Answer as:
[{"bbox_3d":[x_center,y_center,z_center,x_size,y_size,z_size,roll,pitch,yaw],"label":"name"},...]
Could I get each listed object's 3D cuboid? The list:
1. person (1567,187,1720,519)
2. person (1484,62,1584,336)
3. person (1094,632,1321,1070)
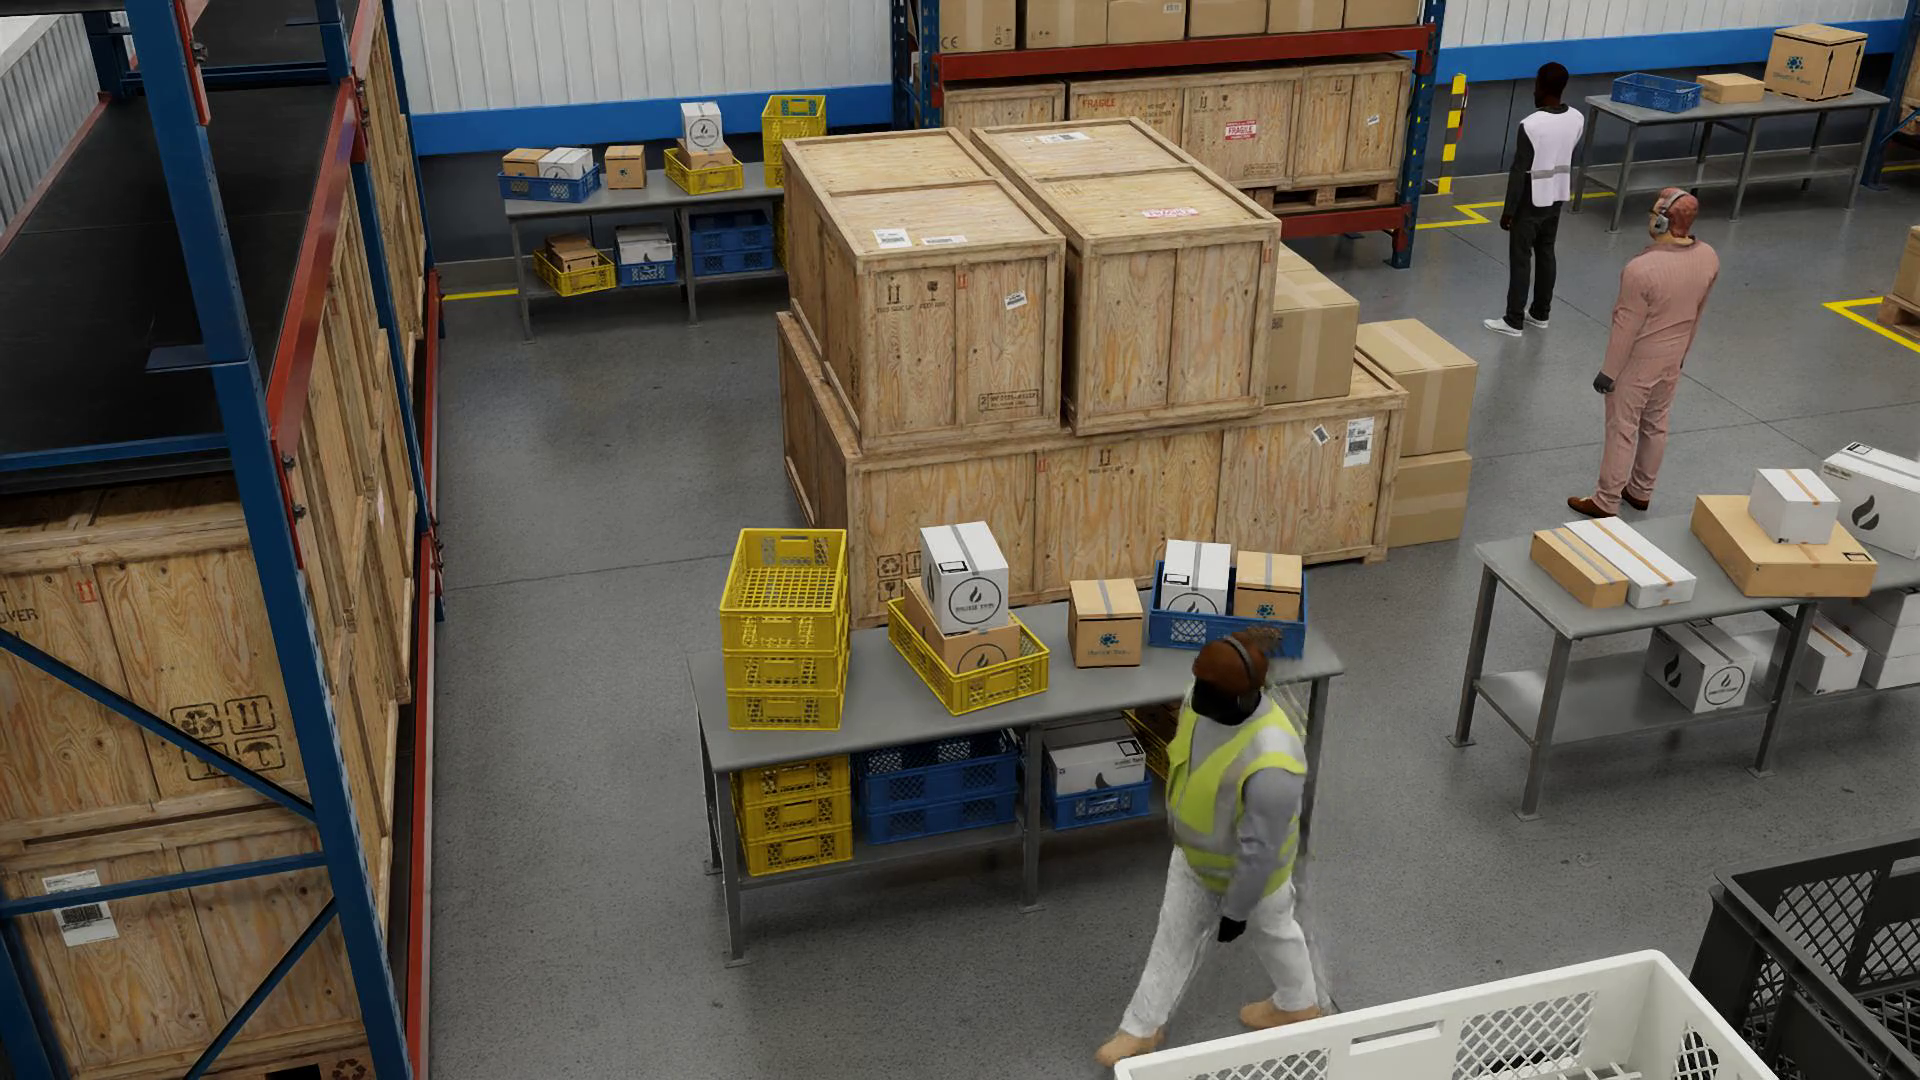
[{"bbox_3d":[3.797,-1.018,9.251,0.642,1.912,0.409,-15,32,-25],"label":"person"},{"bbox_3d":[4.086,-2.393,11.752,0.585,1.910,0.385,-18,33,-29],"label":"person"},{"bbox_3d":[0.920,1.052,5.622,0.904,1.795,0.643,-11,31,-20],"label":"person"}]
